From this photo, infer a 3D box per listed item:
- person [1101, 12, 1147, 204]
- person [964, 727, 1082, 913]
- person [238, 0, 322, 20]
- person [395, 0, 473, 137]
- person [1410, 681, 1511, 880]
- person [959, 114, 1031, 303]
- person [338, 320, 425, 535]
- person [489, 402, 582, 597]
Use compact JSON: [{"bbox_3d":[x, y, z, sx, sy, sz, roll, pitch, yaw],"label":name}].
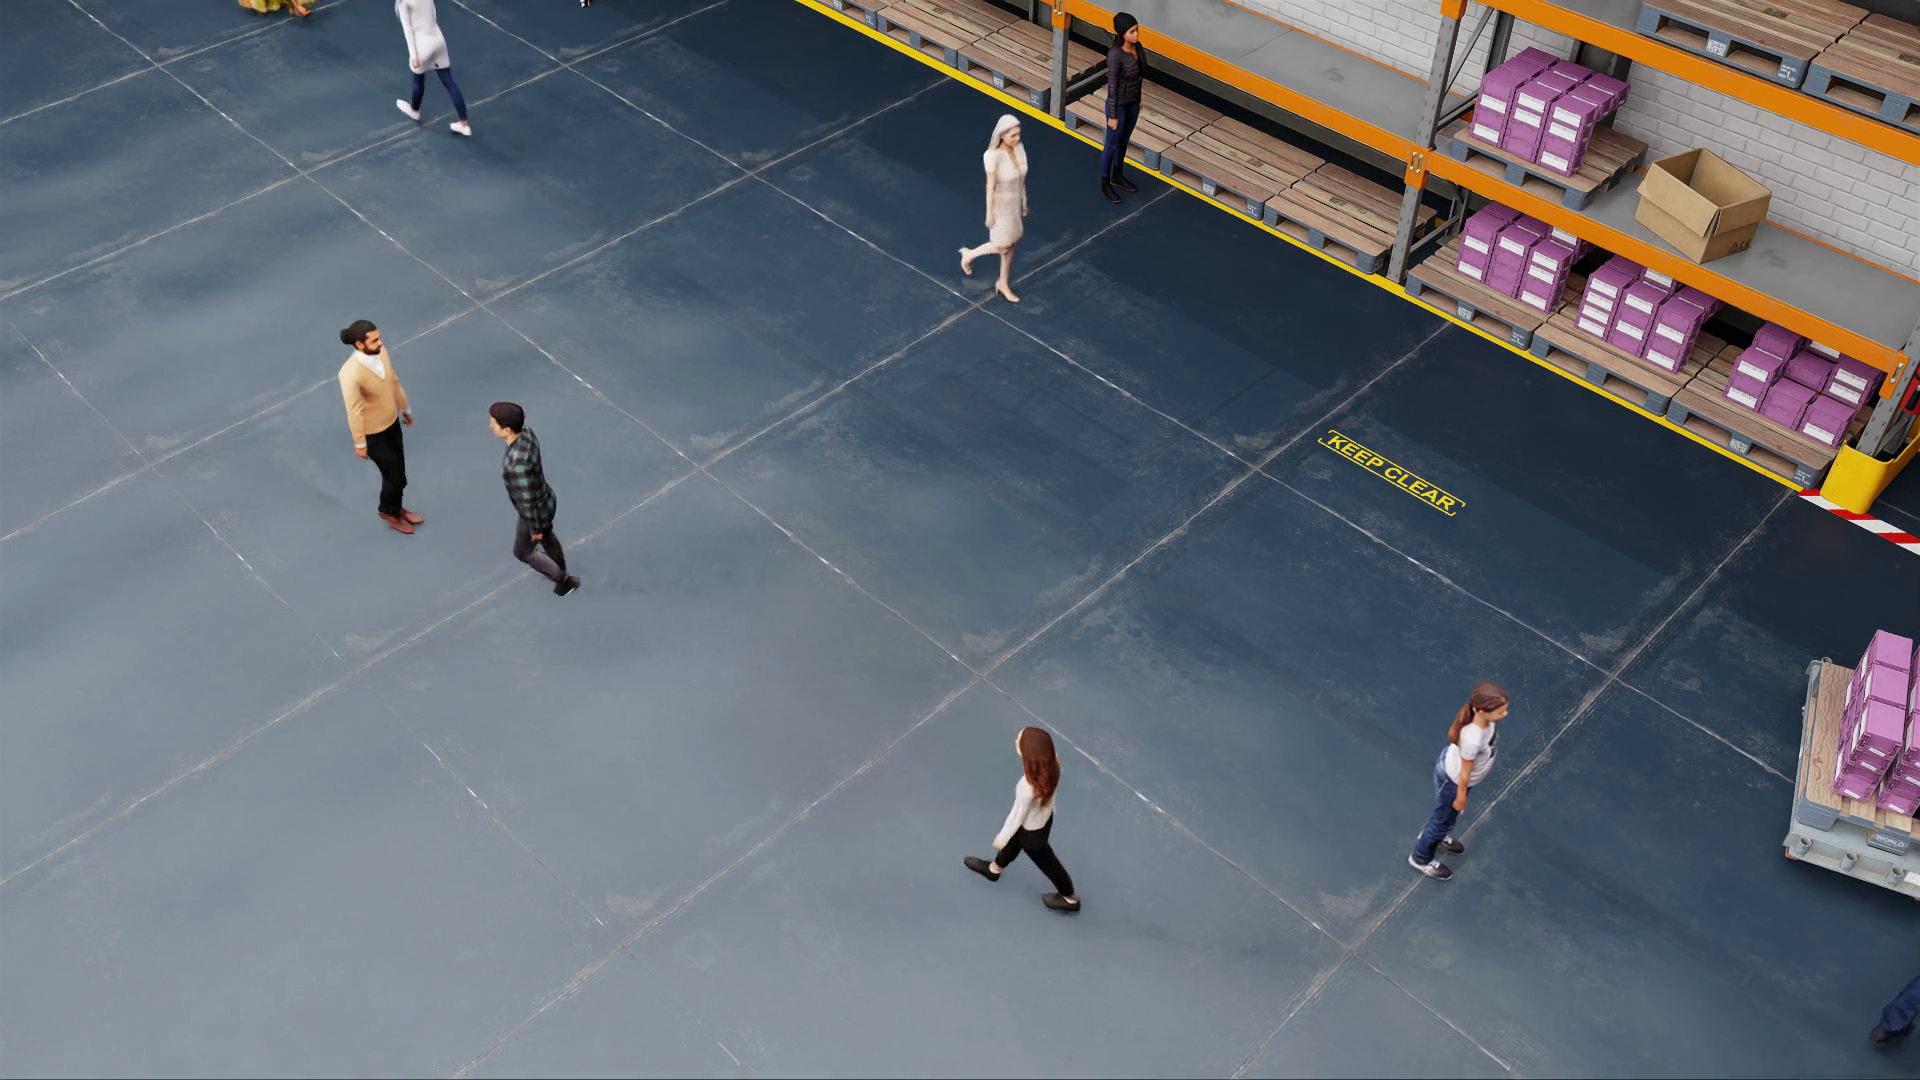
[{"bbox_3d":[1.450,-3.896,14.941,0.576,1.746,0.626,30,51,28],"label":"person"},{"bbox_3d":[0.483,1.626,9.364,1.052,1.444,0.810,16,46,16],"label":"person"},{"bbox_3d":[-7.503,-6.307,17.568,1.225,1.613,0.818,31,52,28],"label":"person"},{"bbox_3d":[-4.957,-4.616,15.704,1.138,1.735,0.771,24,49,23],"label":"person"},{"bbox_3d":[2.881,1.345,9.574,0.614,1.561,0.591,18,47,18],"label":"person"},{"bbox_3d":[0.295,-2.761,13.766,0.858,1.723,0.655,30,51,27],"label":"person"},{"bbox_3d":[-4.160,-0.807,11.706,0.786,1.736,0.779,12,45,12],"label":"person"},{"bbox_3d":[-2.839,-0.249,11.311,0.842,1.702,0.797,-3,44,-3],"label":"person"}]
